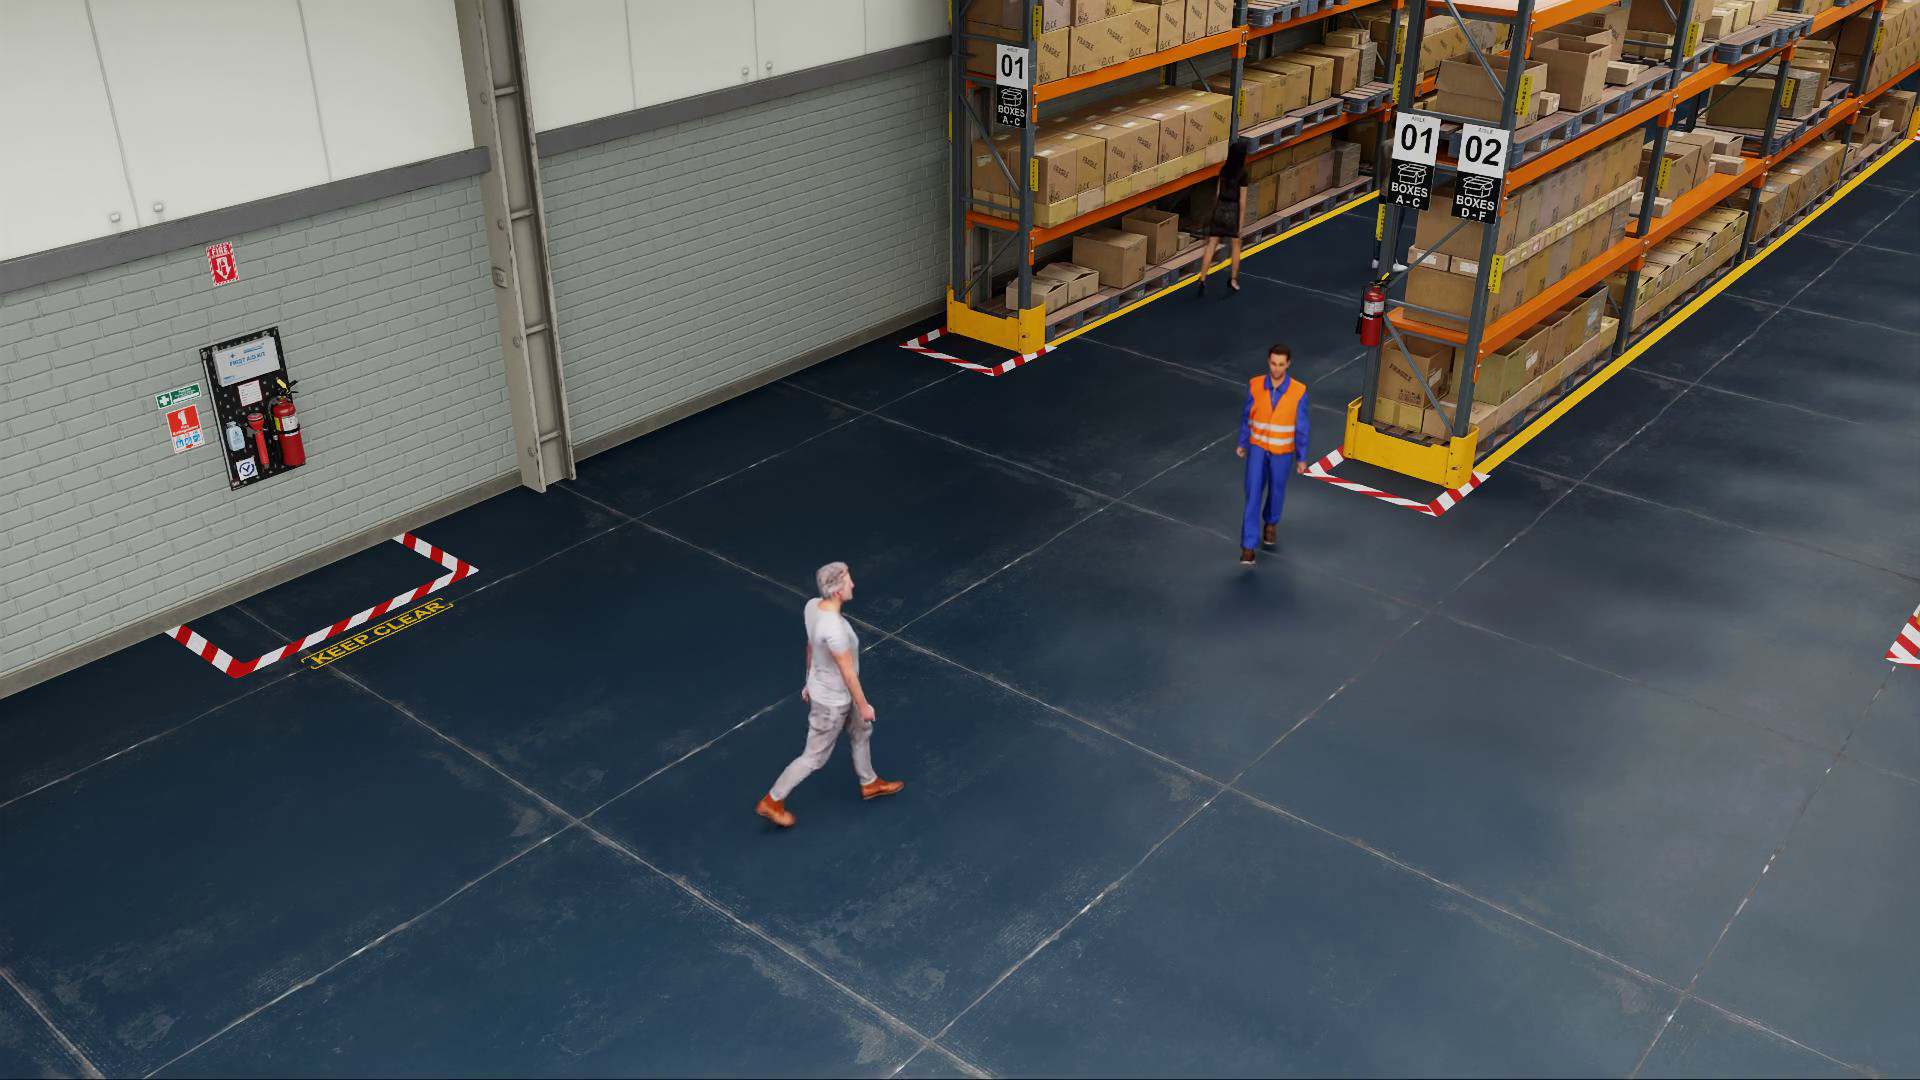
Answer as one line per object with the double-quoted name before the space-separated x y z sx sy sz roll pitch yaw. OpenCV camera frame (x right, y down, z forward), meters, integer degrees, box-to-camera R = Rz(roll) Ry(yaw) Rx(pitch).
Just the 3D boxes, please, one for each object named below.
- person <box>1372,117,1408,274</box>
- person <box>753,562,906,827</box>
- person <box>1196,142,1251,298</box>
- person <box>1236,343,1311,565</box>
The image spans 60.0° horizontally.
"person" 5.166 -4.126 19.837 0.717 1.865 0.774 -16 32 -27
"person" -0.891 1.004 10.289 1.327 1.784 1.150 -7 29 -13
"person" 3.005 -3.633 19.031 0.615 1.751 0.800 21 35 34
"person" 2.547 -0.749 13.542 1.058 1.820 1.265 7 29 12
